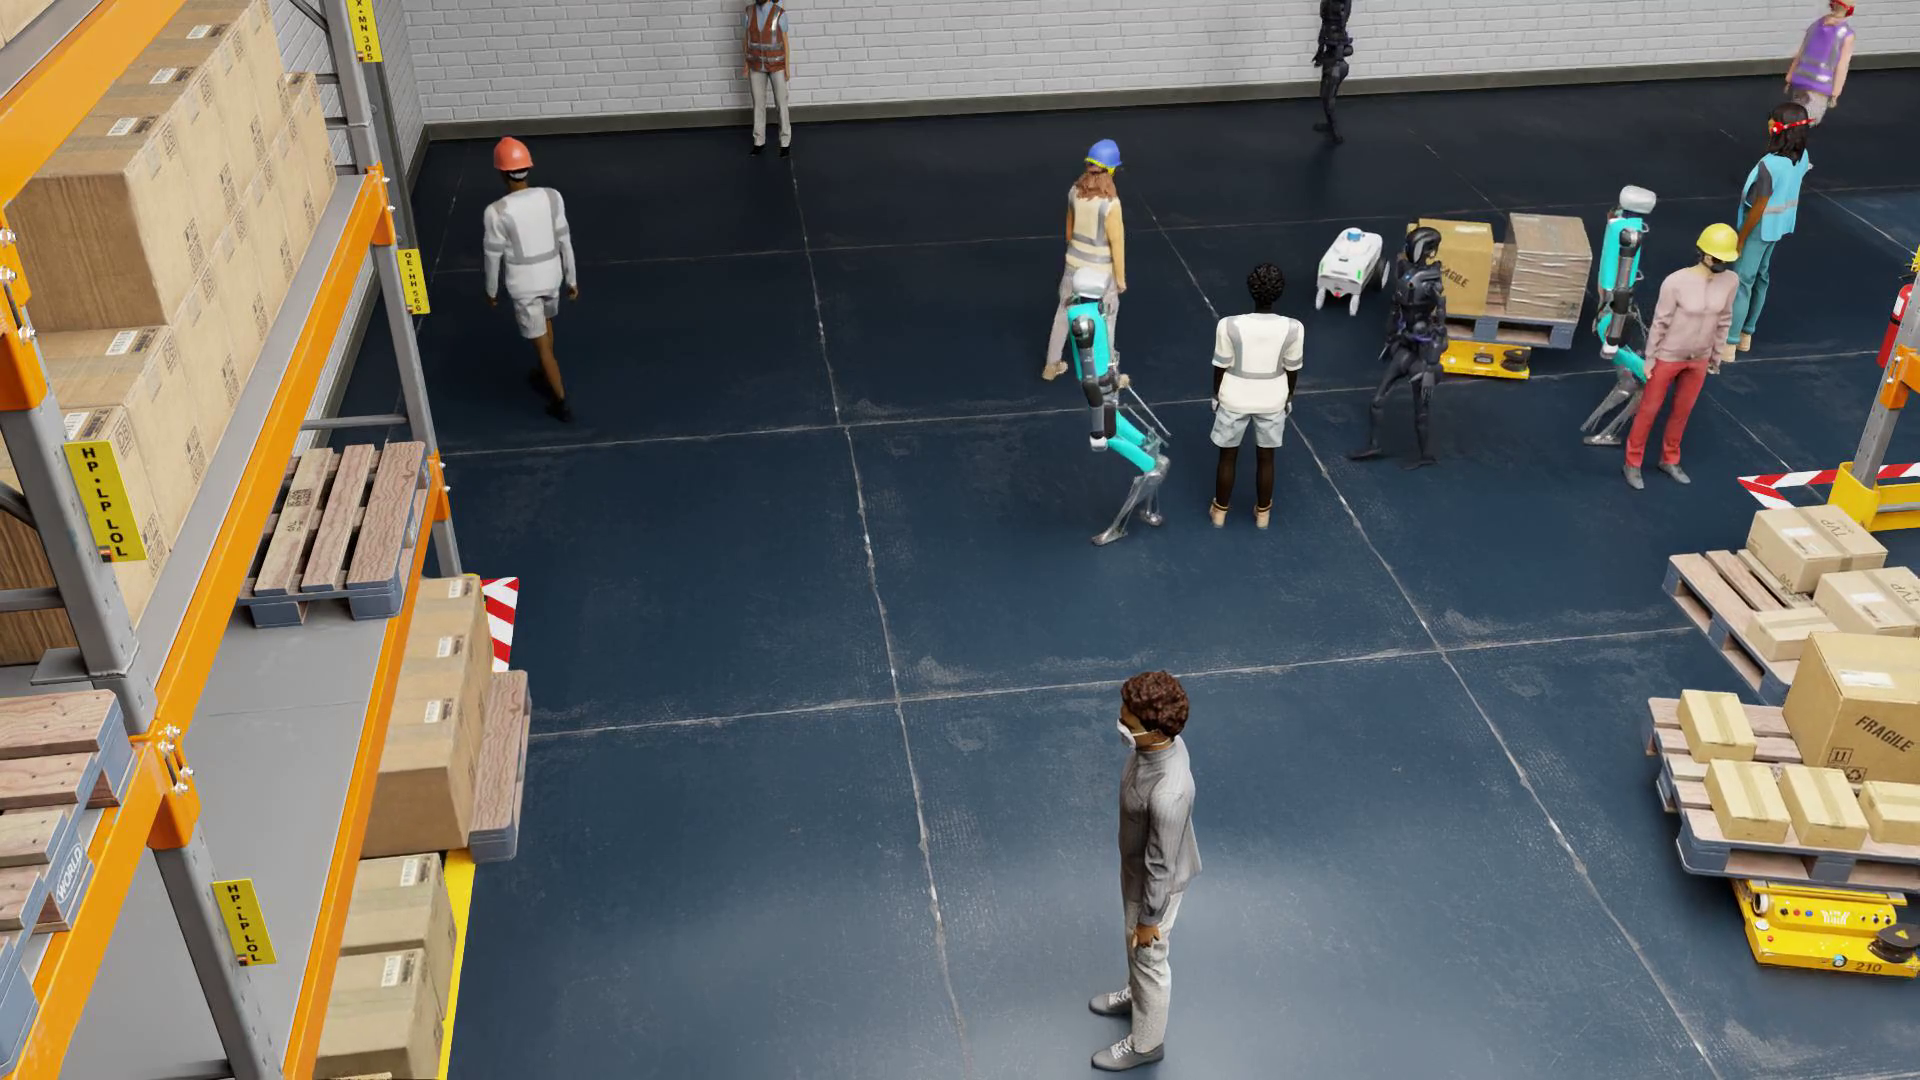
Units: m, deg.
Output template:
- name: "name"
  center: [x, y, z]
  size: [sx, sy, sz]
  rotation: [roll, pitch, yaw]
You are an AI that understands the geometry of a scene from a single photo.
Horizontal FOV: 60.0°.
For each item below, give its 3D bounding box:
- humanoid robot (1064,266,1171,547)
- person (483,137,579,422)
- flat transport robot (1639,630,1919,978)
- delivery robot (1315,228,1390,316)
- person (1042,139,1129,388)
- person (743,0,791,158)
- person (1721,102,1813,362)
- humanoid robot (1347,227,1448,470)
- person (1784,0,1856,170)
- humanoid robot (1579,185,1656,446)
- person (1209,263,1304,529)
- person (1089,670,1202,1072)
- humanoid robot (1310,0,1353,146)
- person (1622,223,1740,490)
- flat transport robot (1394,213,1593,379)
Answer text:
- name: "humanoid robot"
  center: [1.025, -0.739, 9.639]
  size: [0.877, 1.770, 0.586]
  rotation: [4, 33, 6]
- name: "person"
  center: [-2.891, -1.742, 11.020]
  size: [0.565, 1.905, 0.835]
  rotation: [-26, 41, -34]
- name: "flat transport robot"
  center: [3.864, 1.402, 7.703]
  size: [0.659, 0.231, 1.431]
  rotation: [4, 33, 6]
- name: "delivery robot"
  center: [3.008, -2.118, 12.826]
  size: [0.499, 0.583, 0.775]
  rotation: [15, 36, 21]
- name: "person"
  center: [0.893, -1.859, 11.343]
  size: [0.561, 1.767, 0.396]
  rotation: [25, 41, 33]
- name: "person"
  center: [-1.760, -4.334, 15.193]
  size: [0.444, 1.687, 0.313]
  rotation: [7, 34, 10]
- name: "person"
  center: [5.620, -2.153, 11.692]
  size: [0.514, 1.866, 0.391]
  rotation: [-25, 41, -33]
- name: "humanoid robot"
  center: [2.826, -1.166, 10.363]
  size: [0.551, 1.639, 0.601]
  rotation: [-10, 35, -15]
- name: "person"
  center: [7.478, -3.977, 14.678]
  size: [0.799, 1.657, 0.508]
  rotation: [-15, 36, -21]
- name: "humanoid robot"
  center: [4.316, -1.342, 10.606]
  size: [0.668, 1.848, 0.543]
  rotation: [6, 34, 9]
- name: "person"
  center: [1.730, -0.826, 9.817]
  size: [0.528, 1.688, 0.322]
  rotation: [0, 33, -1]
- name: "person"
  center: [0.734, 1.280, 6.410]
  size: [0.402, 1.892, 0.535]
  rotation: [-1, 33, -1]
- name: "humanoid robot"
  center: [3.500, -4.517, 15.496]
  size: [0.386, 1.641, 0.627]
  rotation: [-3, 33, -5]
- name: "person"
  center: [4.451, -1.117, 10.204]
  size: [0.523, 1.760, 0.335]
  rotation: [-5, 34, -8]
- name: "flat transport robot"
  center: [3.822, -1.604, 12.311]
  size: [0.659, 0.231, 1.431]
  rotation: [6, 34, 9]
